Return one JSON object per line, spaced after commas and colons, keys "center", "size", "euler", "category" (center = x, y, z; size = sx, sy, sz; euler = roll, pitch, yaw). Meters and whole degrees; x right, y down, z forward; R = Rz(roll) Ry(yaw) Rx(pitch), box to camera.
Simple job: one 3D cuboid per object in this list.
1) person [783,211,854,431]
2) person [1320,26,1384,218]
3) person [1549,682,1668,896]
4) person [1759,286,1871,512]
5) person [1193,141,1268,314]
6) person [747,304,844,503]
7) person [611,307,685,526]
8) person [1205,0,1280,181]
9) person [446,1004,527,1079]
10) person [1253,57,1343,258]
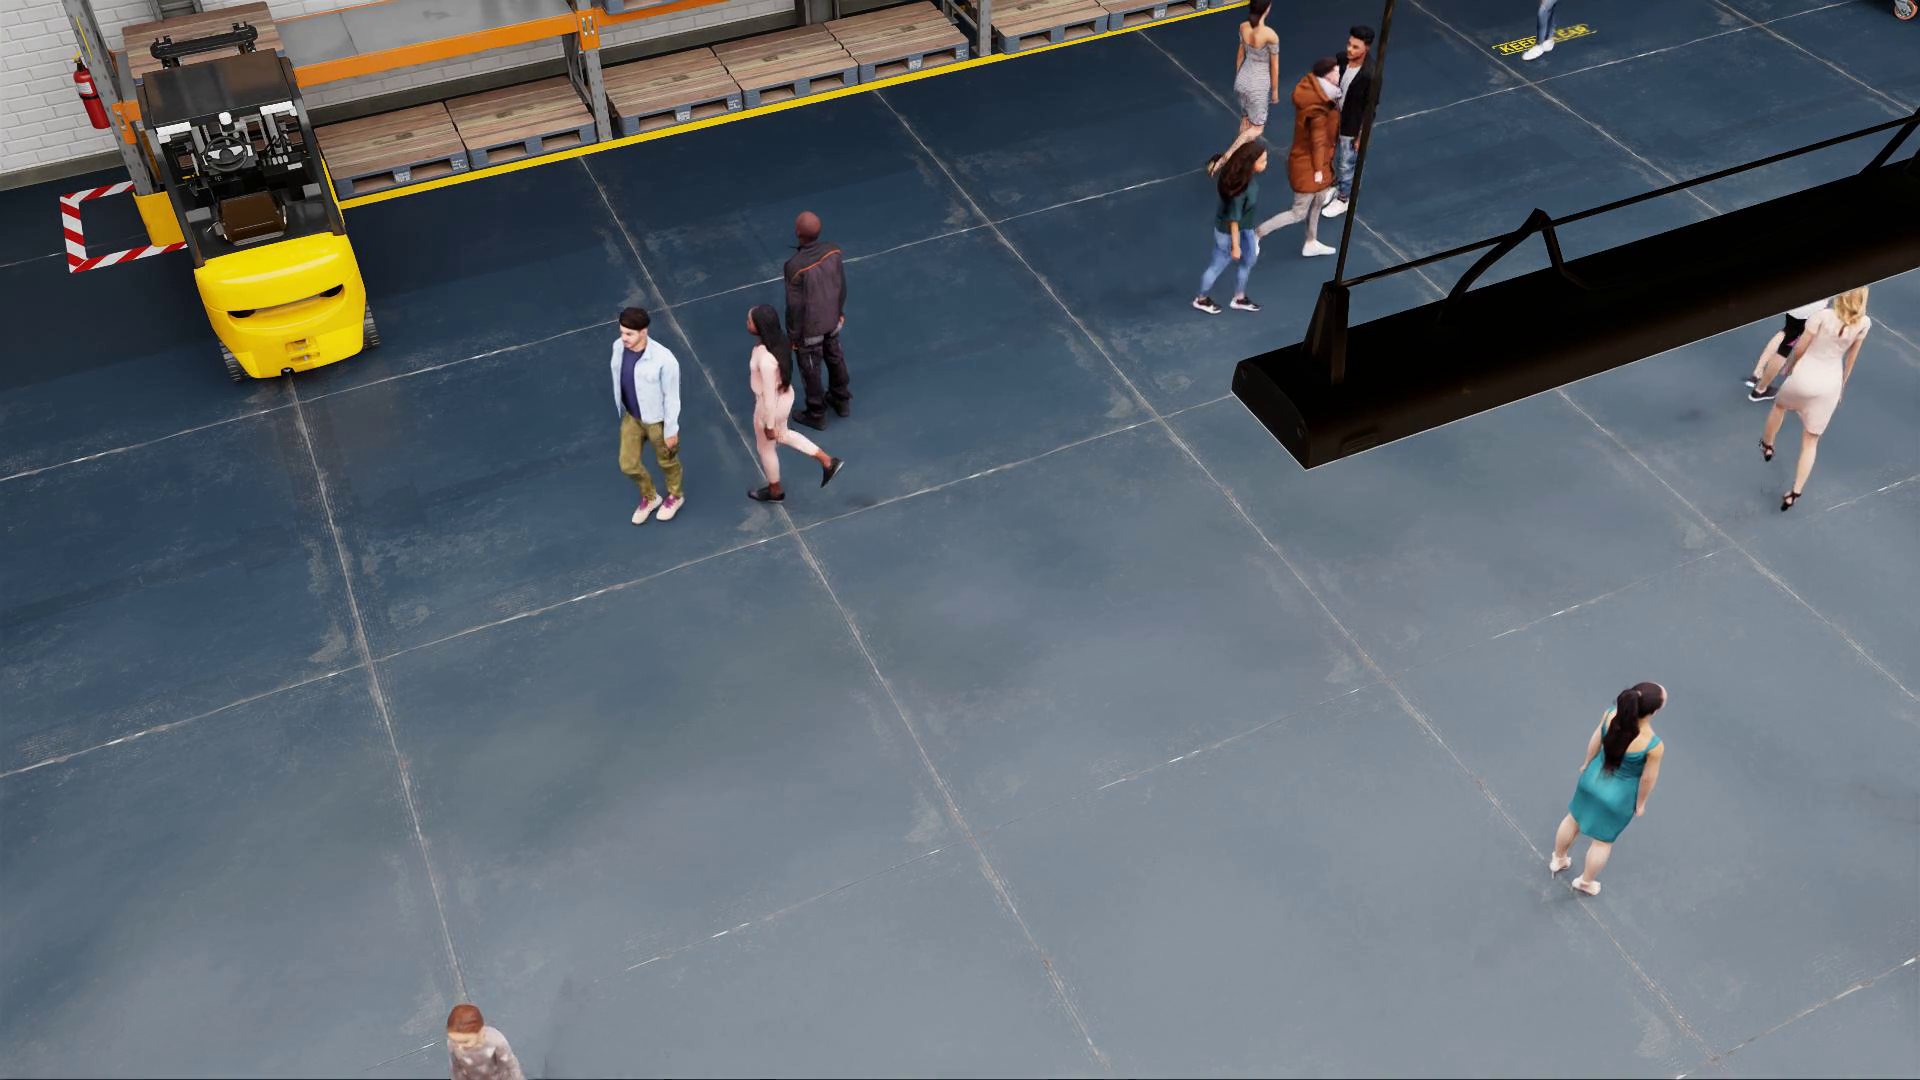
{"center": [-1.049, -1.608, 12.197], "size": [0.653, 1.825, 0.832], "euler": [-33, 52, -29], "category": "person"}
{"center": [3.415, -3.645, 14.354], "size": [0.691, 1.800, 0.749], "euler": [-24, 49, -23], "category": "person"}
{"center": [3.583, 1.365, 9.178], "size": [0.521, 1.686, 0.589], "euler": [-25, 49, -24], "category": "person"}
{"center": [5.930, -0.997, 11.597], "size": [0.976, 1.769, 0.976], "euler": [12, 45, 12], "category": "person"}
{"center": [2.093, -2.490, 13.292], "size": [0.905, 1.592, 0.838], "euler": [13, 45, 13], "category": "person"}
{"center": [-1.204, -0.911, 11.554], "size": [1.037, 1.703, 0.871], "euler": [2, 44, 2], "category": "person"}
{"center": [-2.085, -0.896, 11.468], "size": [0.833, 1.799, 0.867], "euler": [21, 47, 20], "category": "person"}
{"center": [2.528, -3.917, 14.636], "size": [0.991, 1.805, 0.742], "euler": [-30, 51, -27], "category": "person"}
{"center": [-2.306, 2.604, 8.237], "size": [0.604, 1.189, 0.667], "euler": [3, 44, 3], "category": "person"}
{"center": [2.804, -3.097, 13.772], "size": [1.208, 1.808, 1.027], "euler": [4, 44, 4], "category": "person"}
